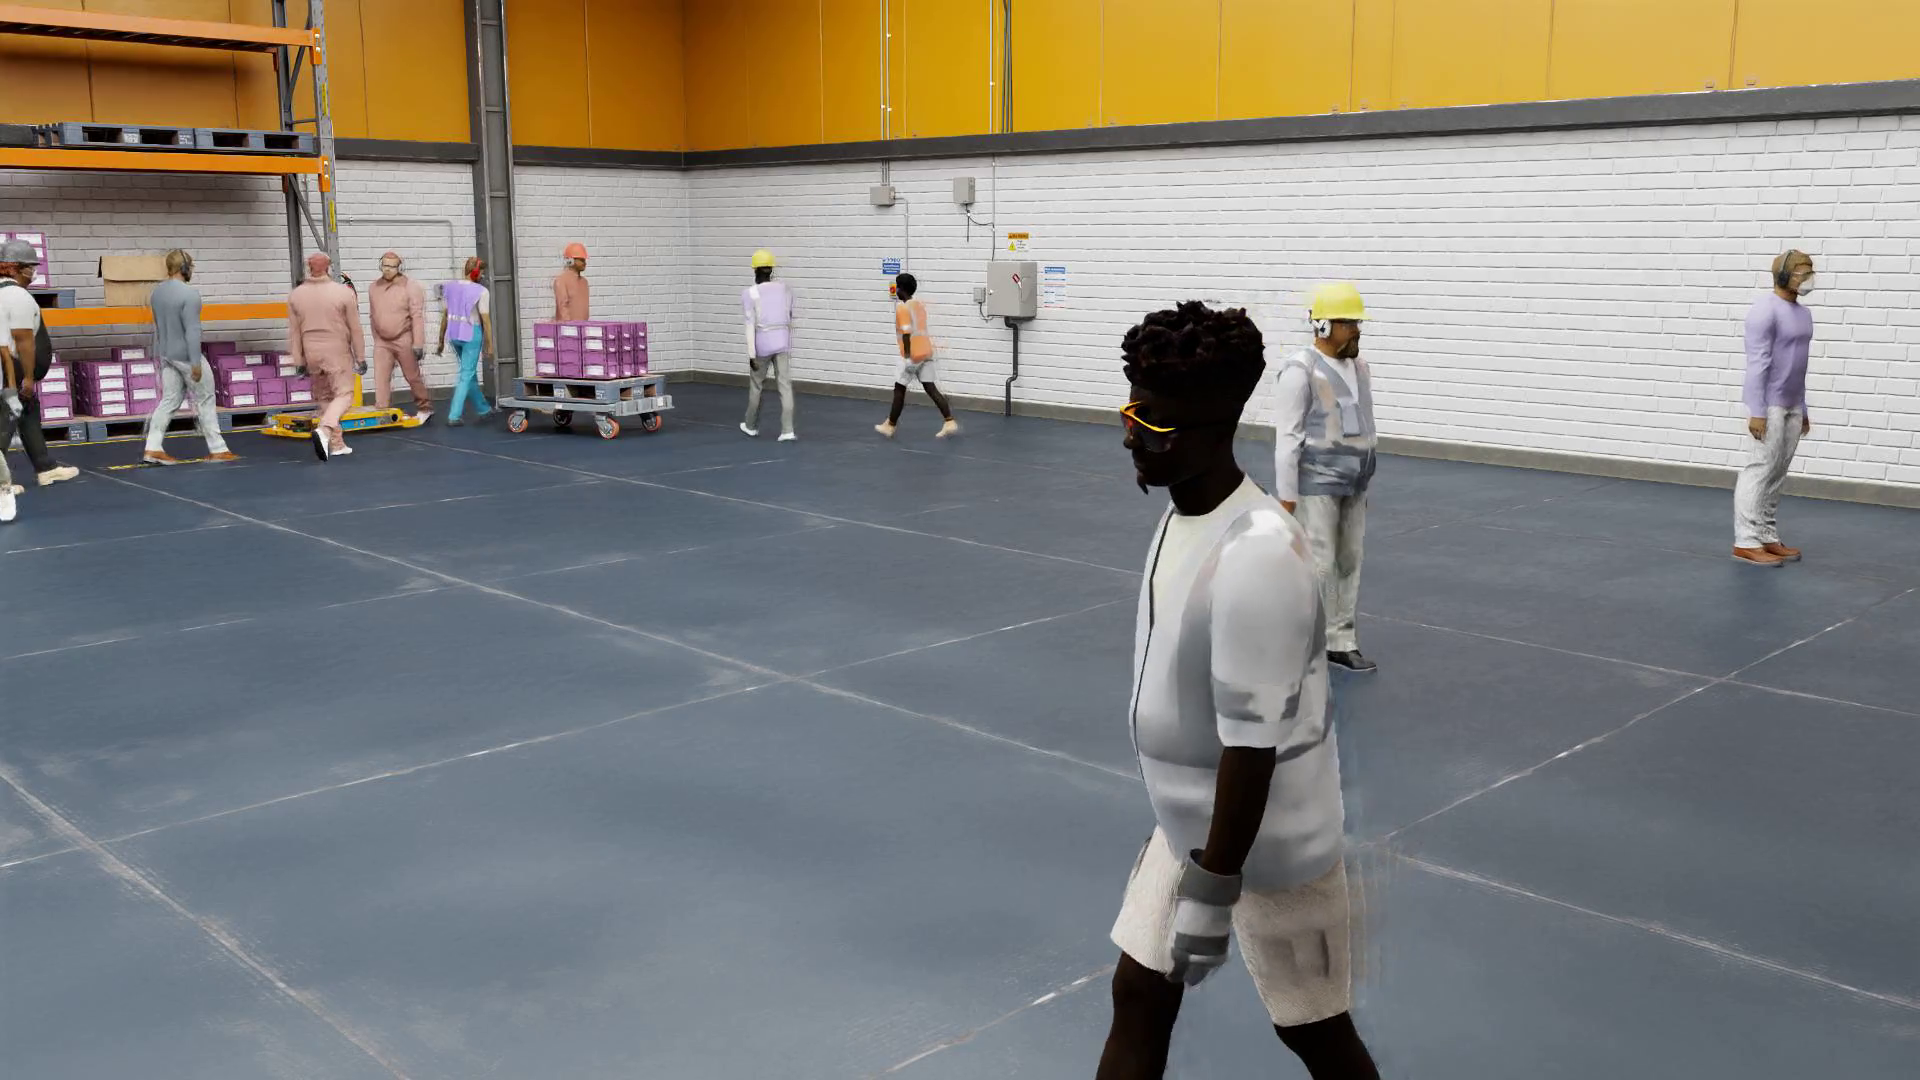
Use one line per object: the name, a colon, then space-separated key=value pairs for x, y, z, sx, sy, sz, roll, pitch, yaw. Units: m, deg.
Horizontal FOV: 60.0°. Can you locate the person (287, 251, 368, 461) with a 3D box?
person: x=-5.716 y=-1.653 z=14.998 sx=0.645 sy=1.884 sz=0.802 roll=2 pitch=11 yaw=11

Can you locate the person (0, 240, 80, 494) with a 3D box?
person: x=-7.388 y=-1.388 z=13.113 sx=0.694 sy=2.000 sz=0.923 roll=9 pitch=14 yaw=41

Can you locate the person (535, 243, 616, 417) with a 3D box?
person: x=-4.355 y=-2.342 z=18.623 sx=1.038 sy=1.953 sz=0.607 roll=5 pitch=12 yaw=25

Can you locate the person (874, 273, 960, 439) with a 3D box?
person: x=-0.423 y=-1.825 z=16.565 sx=0.891 sy=1.644 sz=0.569 roll=5 pitch=12 yaw=26

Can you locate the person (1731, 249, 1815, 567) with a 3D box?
person: x=5.042 y=-0.816 z=10.277 sx=0.632 sy=1.939 sz=0.376 roll=-9 pitch=14 yaw=-39

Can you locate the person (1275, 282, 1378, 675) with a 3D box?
person: x=1.663 y=-0.291 z=7.747 sx=0.598 sy=1.814 sz=0.628 roll=-10 pitch=14 yaw=-43

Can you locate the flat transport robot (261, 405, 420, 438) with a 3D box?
flat transport robot: x=-6.333 y=-1.221 z=17.031 sx=0.652 sy=0.197 sz=1.431 roll=7 pitch=12 yaw=33

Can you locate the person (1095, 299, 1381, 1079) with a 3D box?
person: x=0.474 y=0.518 z=3.070 sx=0.946 sy=1.907 sz=0.623 roll=-2 pitch=11 yaw=-12

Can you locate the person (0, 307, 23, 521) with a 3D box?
person: x=-6.797 y=-0.989 z=11.465 sx=0.557 sy=1.849 sz=0.391 roll=-1 pitch=10 yaw=-4

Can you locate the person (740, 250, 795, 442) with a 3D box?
person: x=-1.905 y=-1.915 z=16.450 sx=0.586 sy=1.870 sz=1.013 roll=-6 pitch=12 yaw=-30

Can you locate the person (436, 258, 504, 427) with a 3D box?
person: x=-5.233 y=-2.113 z=17.775 sx=0.657 sy=1.782 sz=0.898 roll=6 pitch=12 yaw=28

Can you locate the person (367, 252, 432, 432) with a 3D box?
person: x=-5.889 y=-2.091 z=17.457 sx=0.662 sy=1.859 sz=0.998 roll=2 pitch=11 yaw=12

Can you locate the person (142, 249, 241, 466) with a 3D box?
person: x=-6.869 y=-1.582 z=14.635 sx=0.645 sy=1.921 sz=0.890 roll=6 pitch=12 yaw=30
